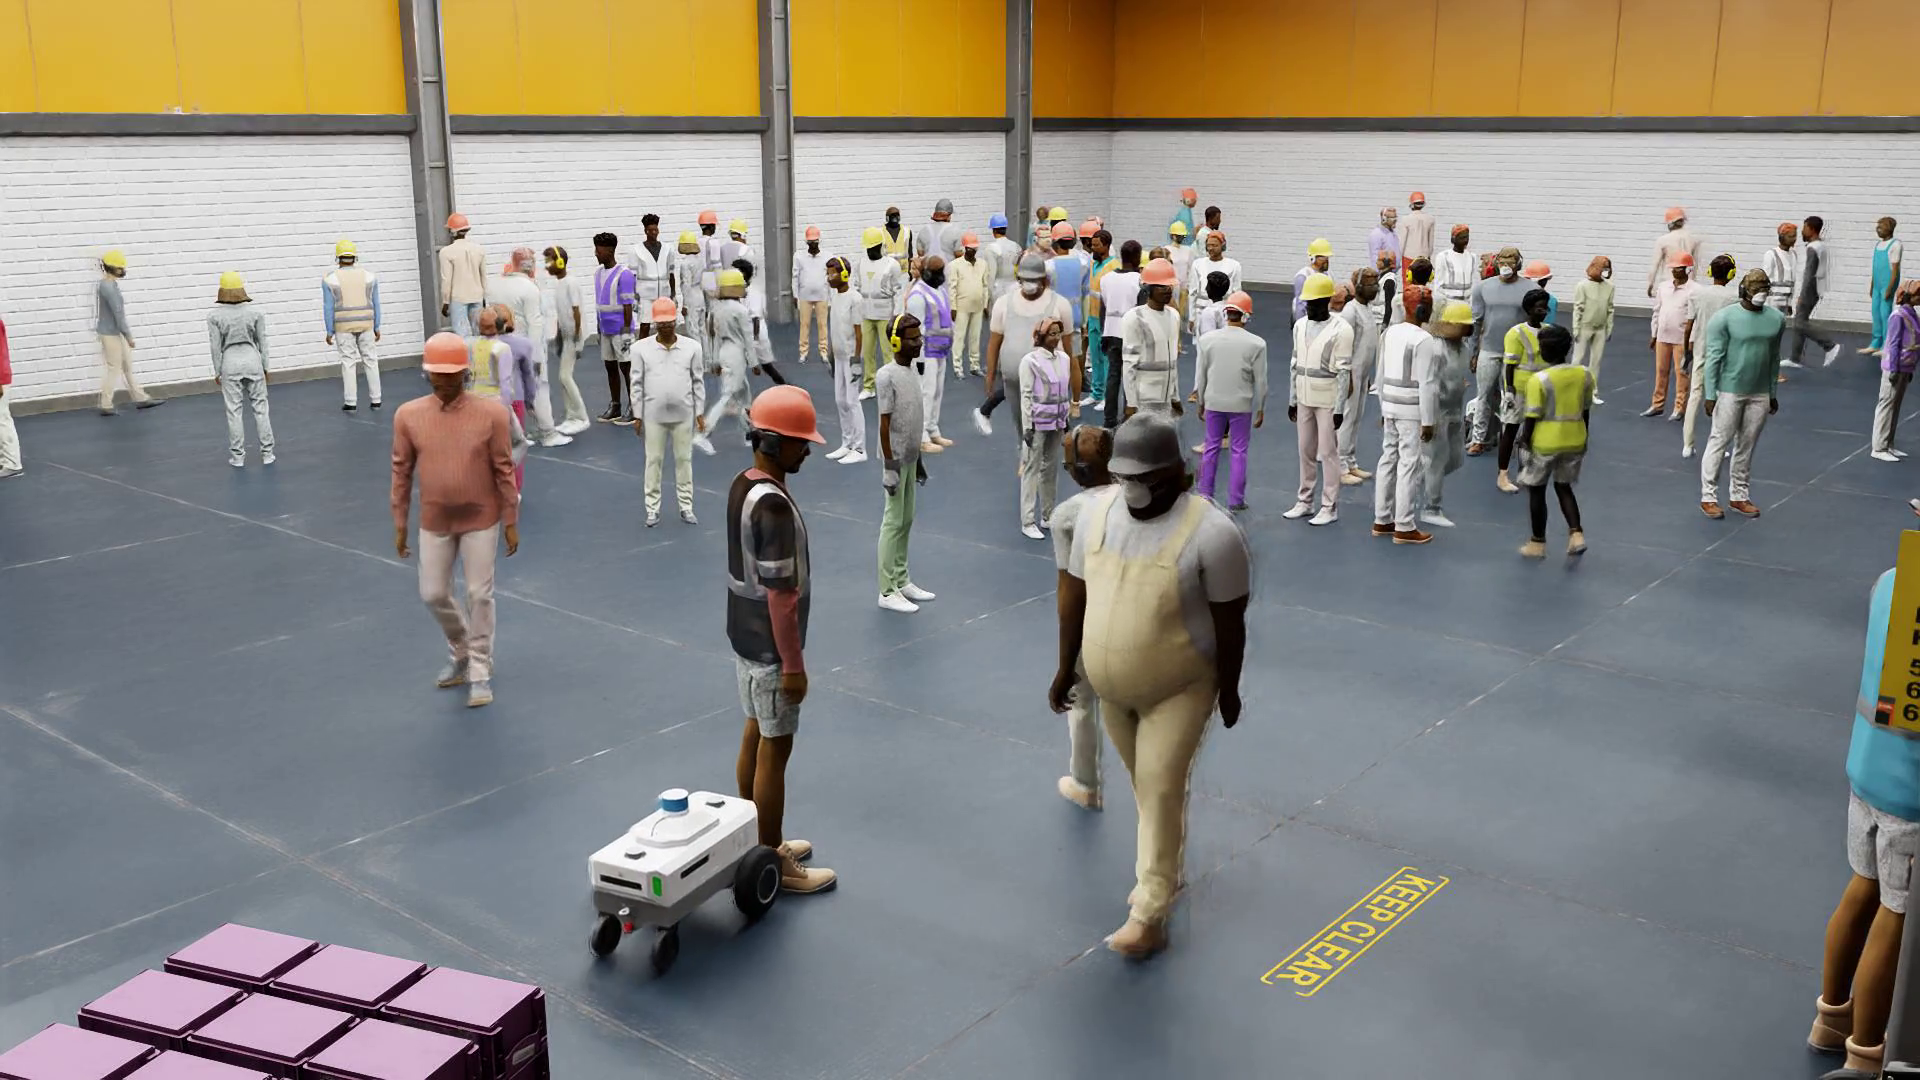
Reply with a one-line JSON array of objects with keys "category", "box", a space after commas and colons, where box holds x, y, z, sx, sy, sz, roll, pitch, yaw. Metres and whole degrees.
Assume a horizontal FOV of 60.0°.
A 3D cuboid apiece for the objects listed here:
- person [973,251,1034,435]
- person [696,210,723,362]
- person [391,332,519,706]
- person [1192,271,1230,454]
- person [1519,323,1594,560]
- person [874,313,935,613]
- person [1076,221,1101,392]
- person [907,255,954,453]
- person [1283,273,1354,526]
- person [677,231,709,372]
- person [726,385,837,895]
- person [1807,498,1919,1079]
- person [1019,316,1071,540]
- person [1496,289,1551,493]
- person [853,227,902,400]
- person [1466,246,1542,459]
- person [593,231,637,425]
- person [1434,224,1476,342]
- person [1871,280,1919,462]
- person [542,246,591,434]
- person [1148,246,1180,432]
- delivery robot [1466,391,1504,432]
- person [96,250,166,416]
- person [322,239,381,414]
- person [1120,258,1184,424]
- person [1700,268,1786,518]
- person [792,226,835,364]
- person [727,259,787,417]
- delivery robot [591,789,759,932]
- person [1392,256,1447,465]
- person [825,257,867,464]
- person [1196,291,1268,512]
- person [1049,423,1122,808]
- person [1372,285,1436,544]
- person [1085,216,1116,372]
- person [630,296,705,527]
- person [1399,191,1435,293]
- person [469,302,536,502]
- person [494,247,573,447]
[{"category": "person", "box": [0.554, -1.890, 16.168, 0.832, 1.833, 0.504, 9, 17, 32]}, {"category": "person", "box": [-3.228, -3.274, 21.461, 0.543, 1.941, 0.357, 12, 19, 40]}, {"category": "person", "box": [-2.652, -0.122, 8.797, 0.648, 1.981, 0.562, -1, 14, -6]}, {"category": "person", "box": [2.365, -1.641, 15.429, 0.315, 1.696, 0.540, 10, 17, 34]}, {"category": "person", "box": [4.146, -0.669, 11.572, 0.591, 1.679, 0.393, -3, 14, -13]}, {"category": "person", "box": [-0.347, -0.492, 10.484, 0.328, 1.873, 0.520, 5, 15, 20]}, {"category": "person", "box": [1.466, -2.666, 19.035, 0.362, 1.938, 0.545, 0, 14, 2]}, {"category": "person", "box": [-0.273, -1.750, 15.599, 0.430, 1.834, 0.642, 5, 15, 21]}, {"category": "person", "box": [2.726, -1.074, 12.717, 0.398, 1.920, 0.586, -9, 17, -32]}, {"category": "person", "box": [-3.293, -2.899, 20.360, 0.320, 1.742, 0.492, 4, 15, 15]}, {"category": "person", "box": [-0.719, 0.397, 6.607, 0.403, 2.033, 0.606, -5, 15, -18]}, {"category": "person", "box": [2.968, 0.766, 5.138, 0.399, 2.035, 0.600, 3, 14, 11]}, {"category": "person", "box": [0.635, -0.837, 12.330, 0.309, 1.641, 0.513, 13, 19, 42]}, {"category": "person", "box": [4.719, -1.238, 13.817, 0.540, 1.695, 0.317, -8, 16, -28]}, {"category": "person", "box": [-0.928, -2.471, 18.300, 0.593, 1.914, 0.388, 7, 16, 27]}, {"category": "person", "box": [4.965, -1.712, 15.222, 0.634, 1.938, 0.355, 6, 15, 22]}, {"category": "person", "box": [-3.524, -2.156, 16.960, 0.603, 1.960, 0.371, 13, 19, 42]}, {"category": "person", "box": [5.755, -2.723, 19.377, 0.575, 1.883, 0.362, -7, 15, -25]}, {"category": "person", "box": [8.556, -1.545, 15.158, 0.309, 1.641, 0.511, 12, 19, 41]}, {"category": "person", "box": [-3.882, -1.962, 16.411, 0.446, 1.847, 0.591, -7, 16, -26]}, {"category": "person", "box": [1.939, -1.967, 16.439, 0.505, 1.842, 0.347, 10, 17, 35]}, {"category": "delivery robot", "box": [5.157, -1.278, 16.103, 0.477, 0.478, 0.707, 9, 16, 31]}, {"category": "person", "box": [-8.774, -2.170, 17.476, 0.714, 1.726, 0.587, -7, 16, -27]}, {"category": "person", "box": [-6.434, -2.259, 17.619, 0.590, 1.835, 0.404, -9, 17, -33]}, {"category": "person", "box": [1.465, -1.088, 12.513, 0.605, 2.045, 0.378, -13, 19, -43]}, {"category": "person", "box": [6.065, -1.132, 12.902, 0.636, 1.938, 0.358, -3, 14, -10]}, {"category": "person", "box": [-1.867, -3.132, 21.269, 0.562, 1.752, 0.327, -1, 14, -6]}, {"category": "person", "box": [-2.134, -2.127, 17.464, 0.867, 1.656, 0.584, -7, 16, -26]}, {"category": "delivery robot", "box": [-1.067, 1.182, 6.274, 0.477, 0.478, 0.707, 7, 16, 25]}, {"category": "person", "box": [4.066, -1.592, 14.881, 0.521, 1.873, 0.335, 0, 14, 0]}, {"category": "person", "box": [-1.042, -1.626, 15.059, 0.334, 1.856, 0.527, -9, 17, -33]}, {"category": "person", "box": [2.149, -1.087, 13.138, 0.574, 1.737, 0.354, 6, 15, 24]}, {"category": "person", "box": [0.648, 0.407, 7.059, 0.516, 1.801, 0.932, -5, 15, -19]}, {"category": "person", "box": [3.264, -0.918, 12.159, 0.337, 1.882, 0.584, -5, 15, -20]}, {"category": "person", "box": [1.647, -3.037, 20.580, 0.406, 1.911, 0.636, -6, 15, -22]}, {"category": "person", "box": [-2.210, -0.973, 12.642, 0.564, 1.751, 0.342, -4, 15, -15]}, {"category": "person", "box": [7.101, -4.435, 25.990, 0.610, 1.995, 0.375, -4, 15, -14]}, {"category": "person", "box": [-3.721, -1.126, 13.544, 0.524, 1.610, 0.645, -5, 15, -18]}, {"category": "person", "box": [-4.030, -1.800, 15.721, 0.652, 1.885, 0.726, 12, 18, 40]}]
